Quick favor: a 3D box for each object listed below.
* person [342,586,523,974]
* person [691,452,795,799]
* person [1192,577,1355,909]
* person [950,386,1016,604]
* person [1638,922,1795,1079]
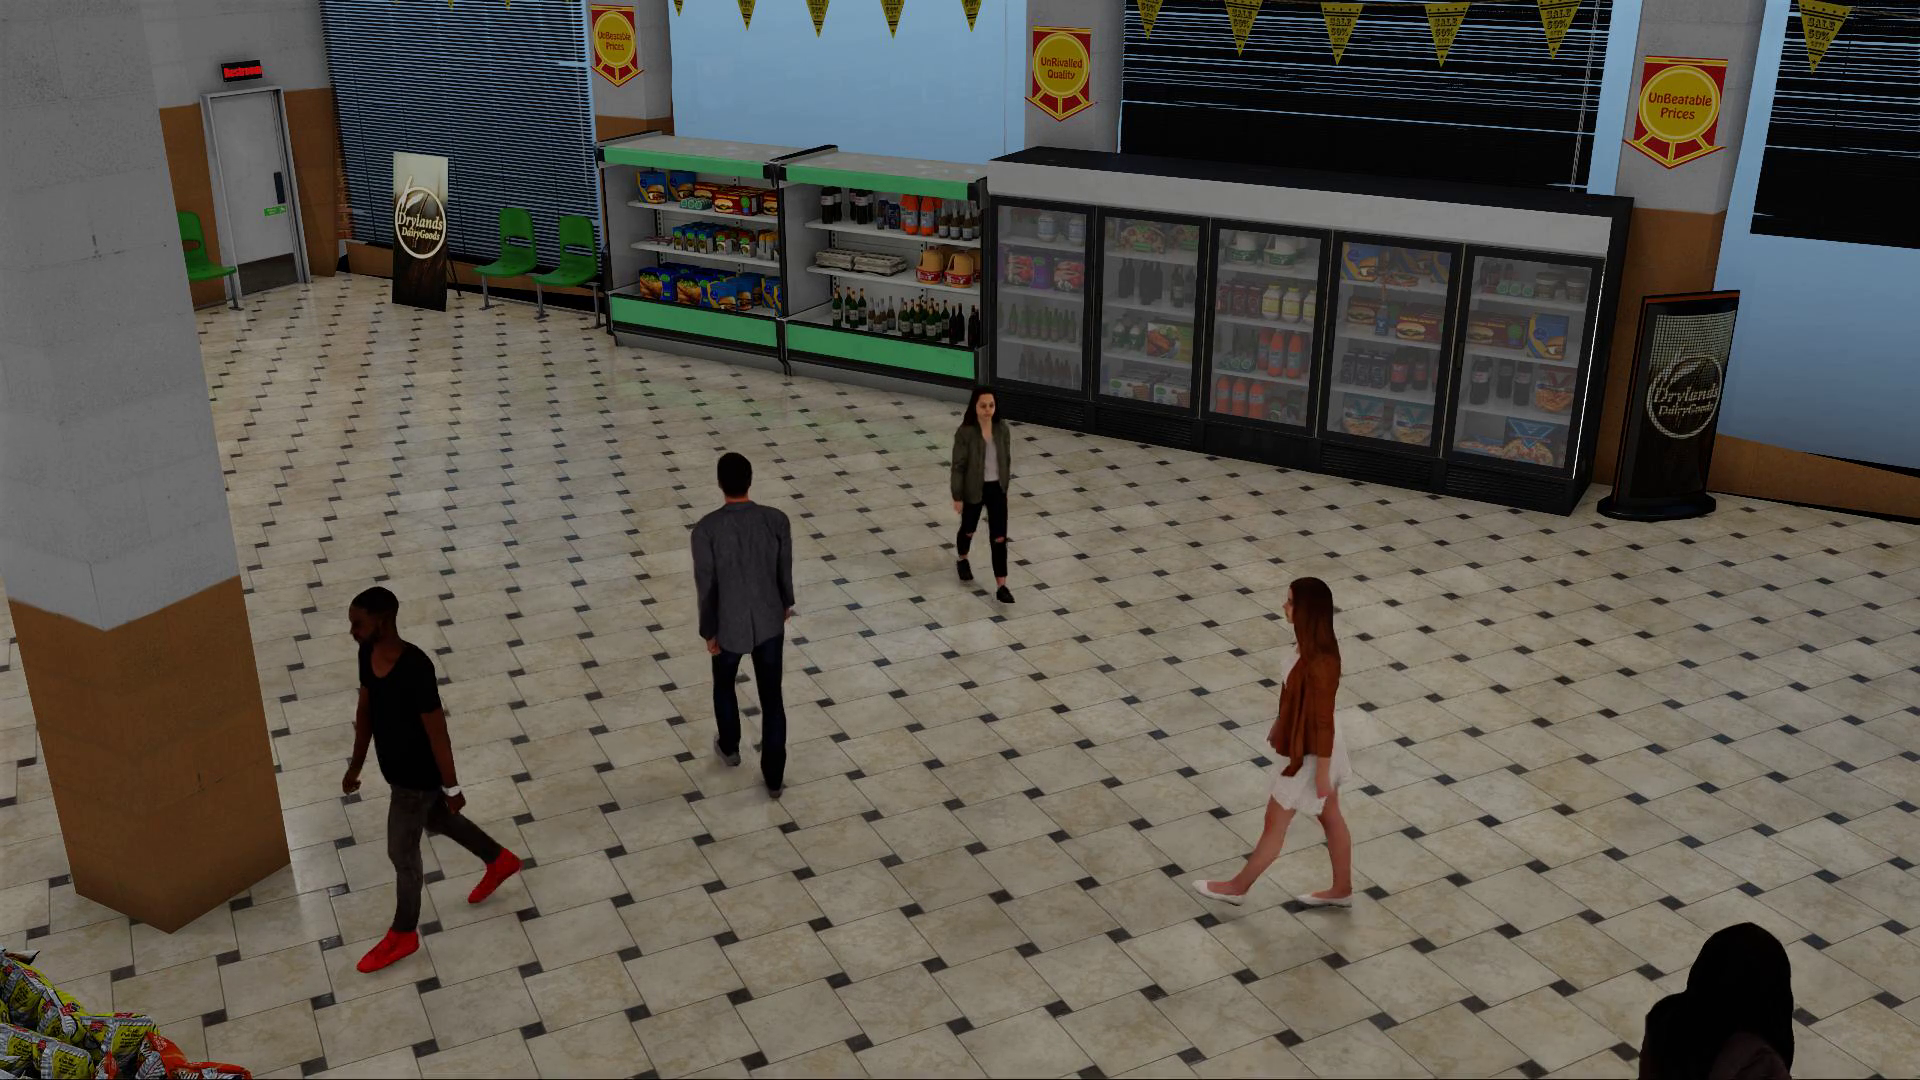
[{"bbox_3d":[-2.370,0.992,7.455,0.941,1.780,1.147,-19,29,-39],"label":"person"},{"bbox_3d":[-1.081,0.487,8.628,0.997,1.842,1.060,-5,22,-13],"label":"person"},{"bbox_3d":[1.697,0.977,7.615,1.086,1.690,0.867,3,22,8],"label":"person"},{"bbox_3d":[0.120,-0.331,11.207,0.994,1.437,1.090,-7,23,-18],"label":"person"},{"bbox_3d":[2.113,1.989,4.956,1.084,1.793,1.186,-12,25,-28],"label":"person"}]
